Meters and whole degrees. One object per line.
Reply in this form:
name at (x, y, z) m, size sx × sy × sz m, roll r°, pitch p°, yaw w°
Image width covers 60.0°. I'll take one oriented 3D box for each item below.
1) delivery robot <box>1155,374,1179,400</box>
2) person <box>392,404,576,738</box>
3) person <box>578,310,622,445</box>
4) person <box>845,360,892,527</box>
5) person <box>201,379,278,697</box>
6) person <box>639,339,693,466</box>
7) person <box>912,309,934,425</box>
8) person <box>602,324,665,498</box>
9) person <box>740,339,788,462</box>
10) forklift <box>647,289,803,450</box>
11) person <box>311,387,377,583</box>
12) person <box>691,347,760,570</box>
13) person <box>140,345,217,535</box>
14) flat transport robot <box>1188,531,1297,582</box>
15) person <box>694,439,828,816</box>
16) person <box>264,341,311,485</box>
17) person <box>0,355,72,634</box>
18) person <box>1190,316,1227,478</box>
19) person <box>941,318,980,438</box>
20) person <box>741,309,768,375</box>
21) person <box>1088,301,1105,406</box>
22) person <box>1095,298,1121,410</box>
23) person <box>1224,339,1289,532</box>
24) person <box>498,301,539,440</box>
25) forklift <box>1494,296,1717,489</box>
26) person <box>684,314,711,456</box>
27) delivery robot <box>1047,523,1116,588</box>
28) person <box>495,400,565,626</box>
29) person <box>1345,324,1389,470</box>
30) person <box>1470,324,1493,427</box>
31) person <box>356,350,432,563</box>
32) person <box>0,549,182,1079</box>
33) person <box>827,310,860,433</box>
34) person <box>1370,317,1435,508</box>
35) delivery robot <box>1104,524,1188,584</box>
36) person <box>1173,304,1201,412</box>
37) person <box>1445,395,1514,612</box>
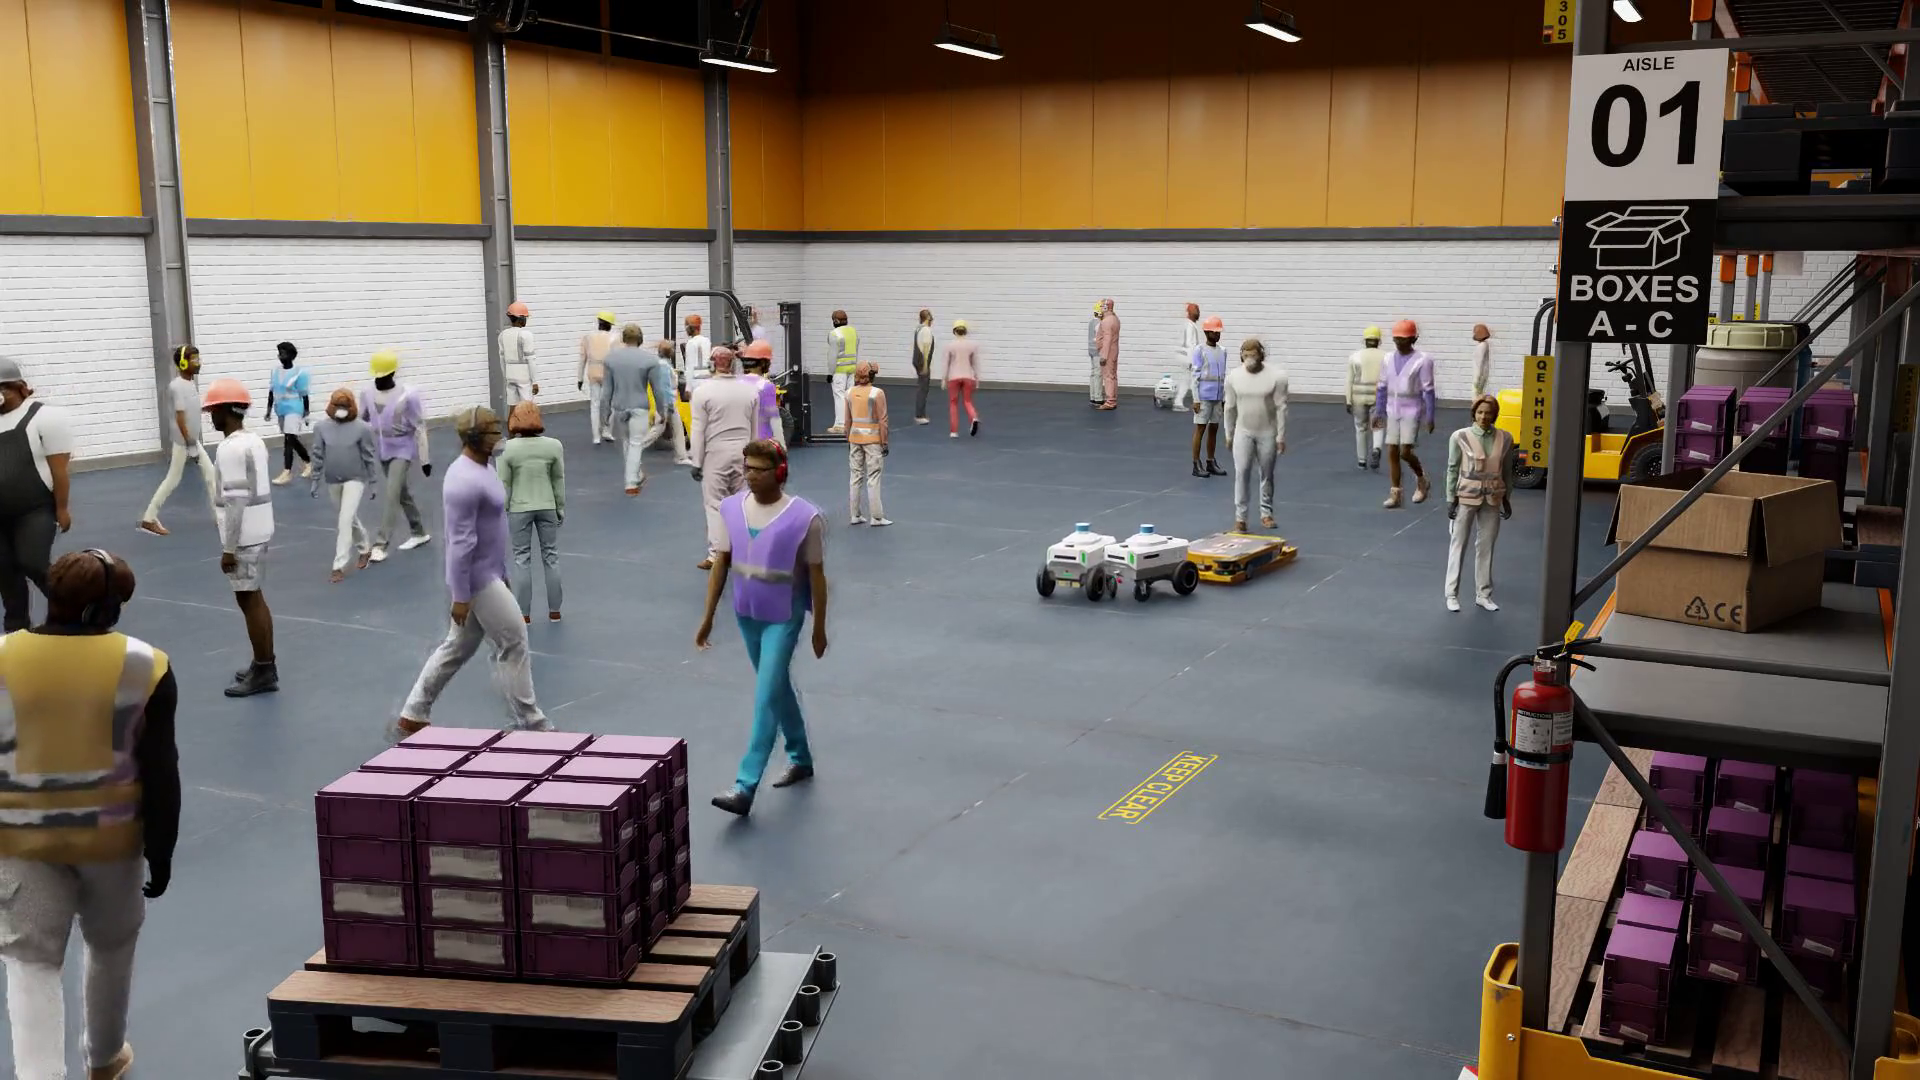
delivery robot at (3.630, -2.660, 29.157) m, size 0.477 × 0.478 × 0.707 m, roll 3°, pitch 10°, yaw 15°
person at (-2.621, 0.214, 8.926) m, size 0.999 × 1.900 × 0.644 m, roll -1°, pitch 10°, yaw -9°
person at (-5.049, -2.291, 23.449) m, size 0.716 × 1.877 × 0.689 m, roll 1°, pitch 10°, yaw 5°
person at (-0.916, -0.949, 16.386) m, size 0.510 × 1.640 × 0.308 m, roll 7°, pitch 12°, yaw 34°
person at (-4.418, -0.008, 10.184) m, size 0.392 × 1.916 × 0.630 m, roll -1°, pitch 10°, yaw -7°
person at (-3.763, -1.726, 20.962) m, size 0.784 × 1.610 × 0.509 m, roll 0°, pitch 10°, yaw 2°
person at (-0.559, -2.718, 26.178) m, size 0.396 × 1.804 × 0.705 m, roll -3°, pitch 10°, yaw -18°
person at (-3.601, -1.455, 18.575) m, size 0.653 × 1.892 × 0.971 m, roll 2°, pitch 10°, yaw 11°
person at (-1.858, -0.927, 15.565) m, size 1.009 × 1.880 × 0.563 m, roll -9°, pitch 13°, yaw -42°
forklift at (-3.358, -2.392, 23.136) m, size 2.313 × 2.155 × 1.214 m, roll -1°, pitch 10°, yaw -5°
person at (-5.105, -0.492, 13.883) m, size 0.507 × 1.593 × 0.838 m, roll 1°, pitch 10°, yaw 4°
person at (-2.011, -0.693, 14.178) m, size 0.640 × 1.898 × 0.395 m, roll -9°, pitch 13°, yaw -41°
person at (-7.373, -0.943, 15.854) m, size 1.015 × 1.821 × 0.538 m, roll -1°, pitch 10°, yaw -5°
flat transport robot at (2.289, 0.129, 14.103) m, size 0.652 × 0.197 × 1.431 m, roll 6°, pitch 12°, yaw 32°
person at (-0.975, 0.407, 8.084) m, size 0.575 × 1.795 × 0.969 m, roll 6°, pitch 12°, yaw 32°
person at (-7.866, -1.513, 19.564) m, size 0.532 × 1.666 × 0.818 m, roll 5°, pitch 11°, yaw 26°
person at (-6.356, -0.250, 11.180) m, size 0.694 × 2.000 × 0.558 m, roll 1°, pitch 10°, yaw 6°
person at (3.017, -1.723, 20.005) m, size 0.545 × 1.938 × 0.361 m, roll -7°, pitch 12°, yaw -37°
person at (0.027, -2.324, 24.042) m, size 0.550 × 1.745 × 0.557 m, roll -3°, pitch 10°, yaw -17°
person at (-3.140, -2.550, 25.039) m, size 1.014 × 1.847 × 0.673 m, roll -2°, pitch 10°, yaw -11°
person at (2.463, -3.285, 29.346) m, size 0.403 × 1.834 × 0.588 m, roll -2°, pitch 10°, yaw -11°
person at (2.519, -3.177, 28.508) m, size 0.399 × 1.910 × 0.643 m, roll 4°, pitch 10°, yaw 20°
person at (2.868, -1.010, 16.103) m, size 0.636 × 1.882 × 0.719 m, roll 3°, pitch 10°, yaw 17°
person at (-5.831, -2.136, 22.090) m, size 0.608 × 2.044 × 0.370 m, roll 6°, pitch 11°, yaw 31°
forklift at (7.296, -1.677, 18.993) m, size 2.313 × 2.155 × 1.214 m, roll 5°, pitch 11°, yaw 27°
person at (-3.507, -2.052, 22.080) m, size 0.386 × 1.880 × 0.591 m, roll 3°, pitch 10°, yaw 17°
delivery robot at (0.965, 0.110, 13.117) m, size 0.477 × 0.478 × 0.707 m, roll 5°, pitch 11°, yaw 26°
person at (-3.102, -0.195, 12.038) m, size 0.500 × 1.633 × 0.279 m, roll -6°, pitch 11°, yaw -30°
person at (5.048, -1.744, 20.478) m, size 0.603 × 1.811 × 0.597 m, roll 2°, pitch 10°, yaw 11°
person at (7.853, -2.435, 25.014) m, size 0.411 × 1.620 × 0.519 m, roll 4°, pitch 11°, yaw 23°
person at (-5.043, -0.767, 14.745) m, size 0.727 × 1.851 × 0.972 m, roll 5°, pitch 11°, yaw 24°
person at (-2.694, 0.934, 5.053) m, size 0.641 × 1.798 × 0.840 m, roll -4°, pitch 11°, yaw -23°
person at (-1.779, -2.520, 24.913) m, size 0.429 × 1.839 × 0.622 m, roll 7°, pitch 12°, yaw 34°
person at (4.669, -1.328, 17.474) m, size 0.527 × 2.022 × 0.631 m, roll -8°, pitch 12°, yaw -38°
delivery robot at (1.461, 0.122, 13.053) m, size 0.707 × 0.478 × 0.477 m, roll -9°, pitch 13°, yaw -41°
person at (3.972, -3.054, 28.030) m, size 0.735 × 1.830 × 0.635 m, roll 1°, pitch 10°, yaw 5°
person at (3.896, -0.274, 12.490) m, size 0.515 × 1.636 × 0.315 m, roll -1°, pitch 10°, yaw -6°
